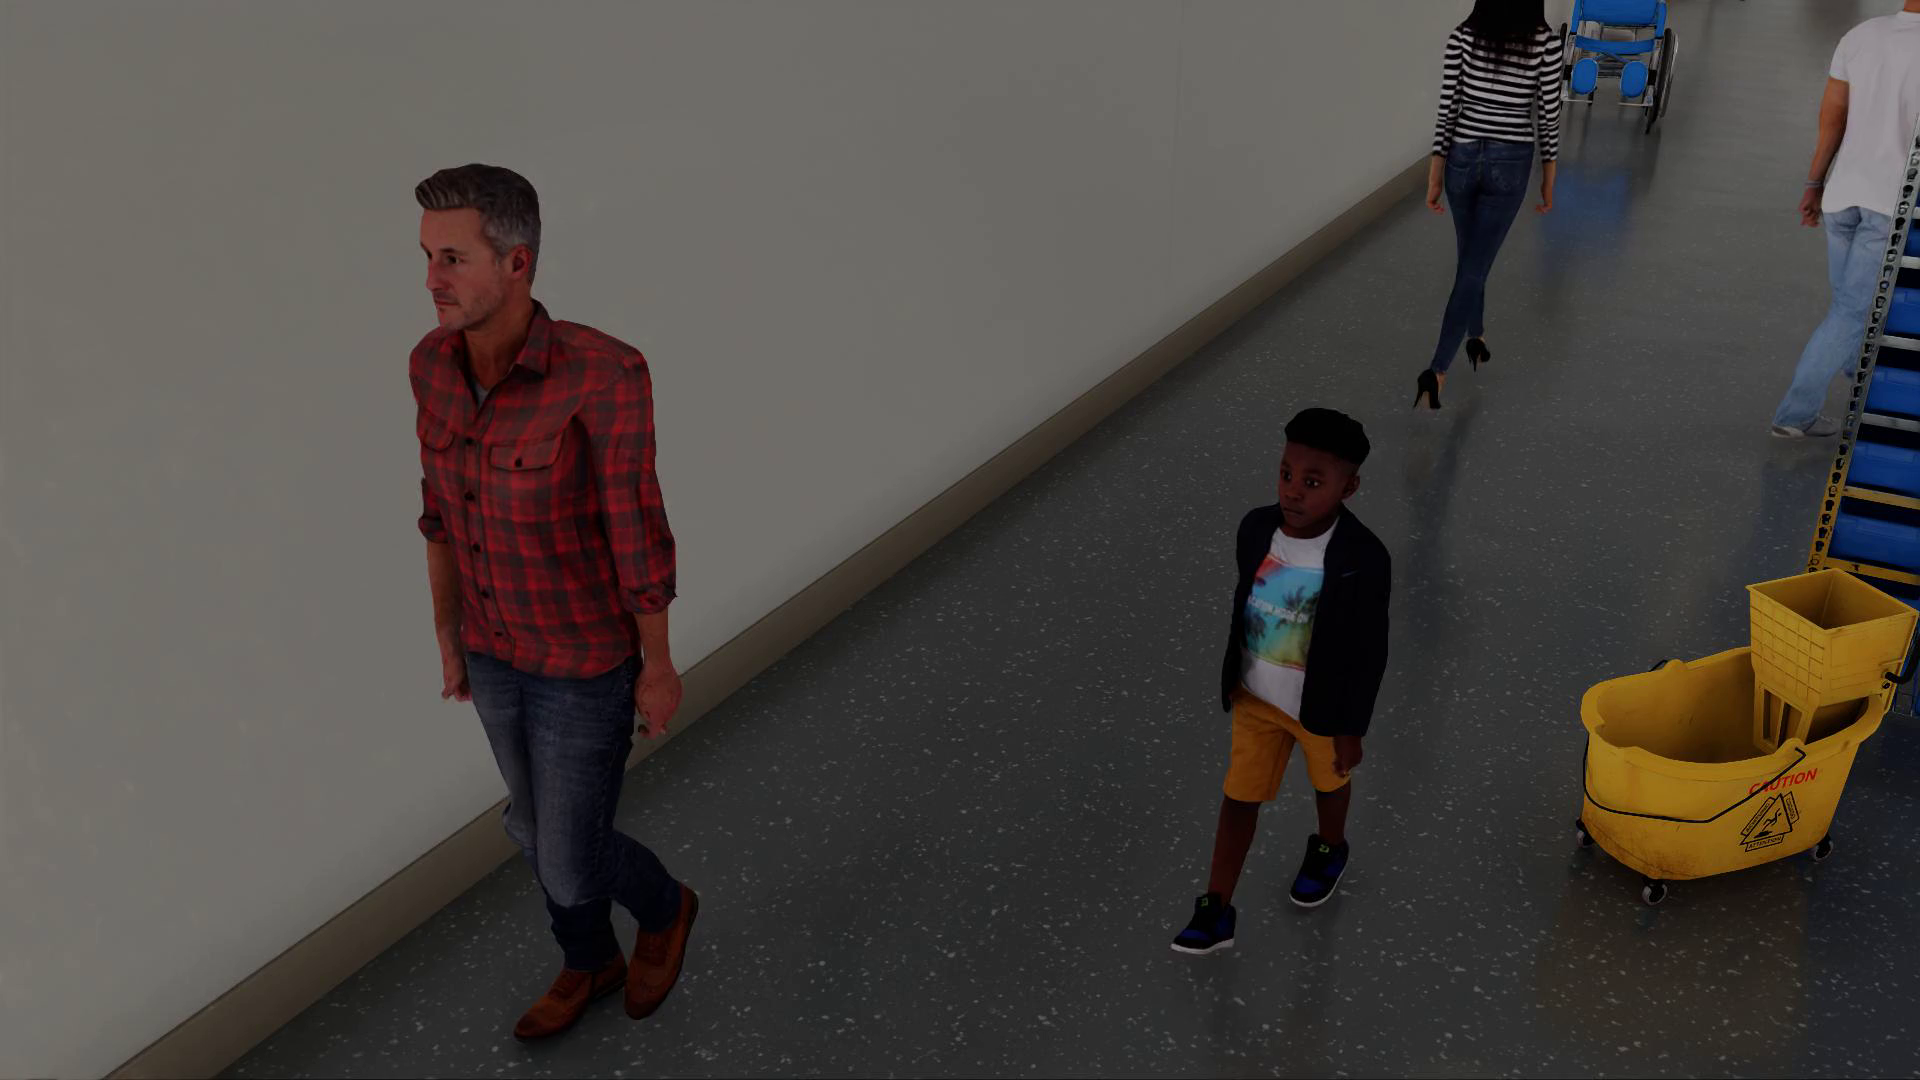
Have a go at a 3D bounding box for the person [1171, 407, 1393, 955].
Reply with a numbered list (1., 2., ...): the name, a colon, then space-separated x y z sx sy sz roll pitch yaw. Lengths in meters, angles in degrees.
1. person: 0.775 0.291 3.625 0.792 1.244 0.625 17 30 31

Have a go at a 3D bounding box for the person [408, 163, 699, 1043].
1. person: -0.724 0.167 3.223 0.614 1.818 0.756 14 29 27

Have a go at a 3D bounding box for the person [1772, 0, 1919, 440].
1. person: 3.306 -1.229 6.112 1.144 1.822 1.137 -11 28 -21

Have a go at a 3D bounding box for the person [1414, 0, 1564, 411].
1. person: 1.991 -1.314 6.358 1.066 1.745 0.660 14 29 27
